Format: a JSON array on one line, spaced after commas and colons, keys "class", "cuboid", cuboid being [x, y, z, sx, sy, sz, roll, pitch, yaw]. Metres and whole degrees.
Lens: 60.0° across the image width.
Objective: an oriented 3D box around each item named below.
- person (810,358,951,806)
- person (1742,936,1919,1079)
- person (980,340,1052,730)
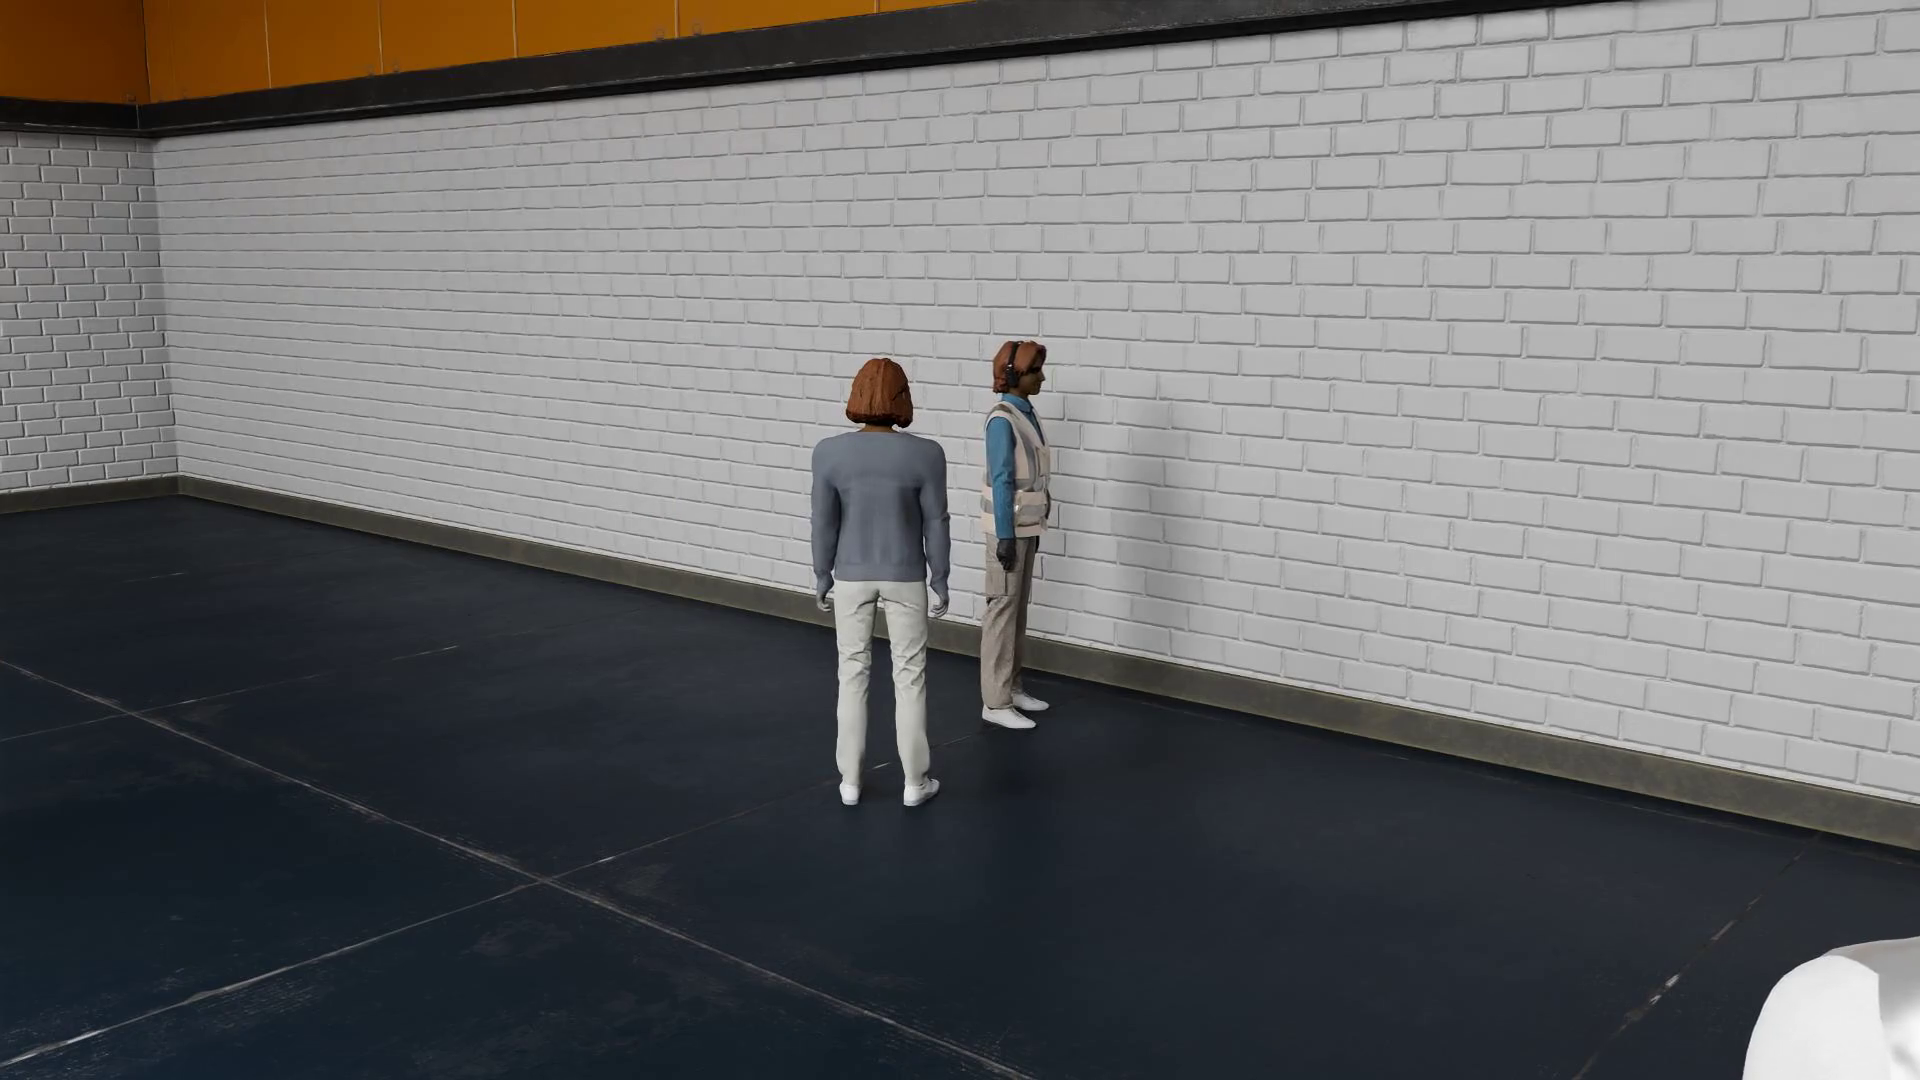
[{"class": "person", "cuboid": [-0.285, 0.159, 6.033, 0.507, 1.632, 0.273, 1, 10, 6]}, {"class": "person", "cuboid": [0.795, 0.855, 1.206, 0.544, 1.939, 0.354, 0, 10, 3]}, {"class": "person", "cuboid": [0.235, -0.029, 7.086, 0.308, 1.639, 0.524, 3, 10, 14]}]
